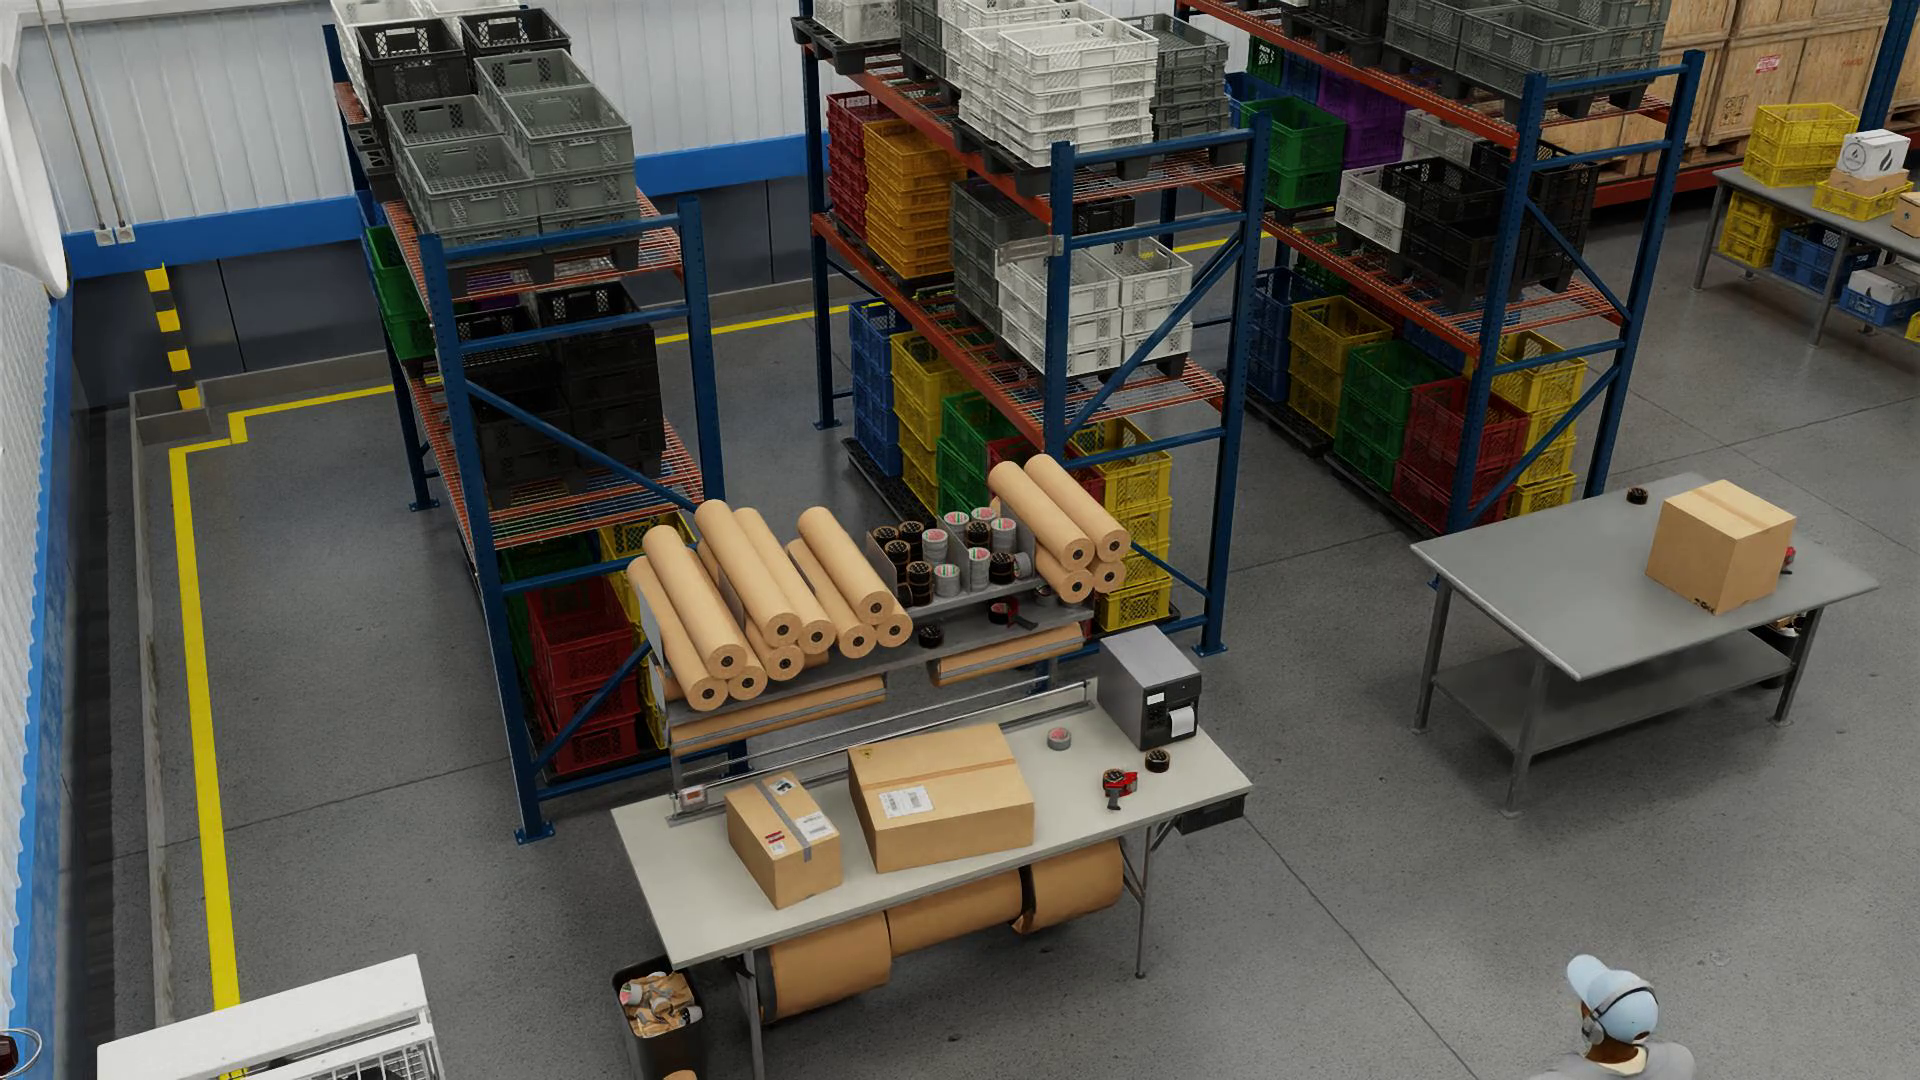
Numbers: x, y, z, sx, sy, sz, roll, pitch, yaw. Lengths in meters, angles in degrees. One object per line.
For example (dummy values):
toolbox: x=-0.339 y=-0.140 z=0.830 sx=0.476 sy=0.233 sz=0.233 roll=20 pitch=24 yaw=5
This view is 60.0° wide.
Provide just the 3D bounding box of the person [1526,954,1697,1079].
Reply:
person: x=1.894 y=2.016 z=5.186 sx=0.588 sy=1.852 sz=0.374 roll=-10 pitch=33 yaw=-16
